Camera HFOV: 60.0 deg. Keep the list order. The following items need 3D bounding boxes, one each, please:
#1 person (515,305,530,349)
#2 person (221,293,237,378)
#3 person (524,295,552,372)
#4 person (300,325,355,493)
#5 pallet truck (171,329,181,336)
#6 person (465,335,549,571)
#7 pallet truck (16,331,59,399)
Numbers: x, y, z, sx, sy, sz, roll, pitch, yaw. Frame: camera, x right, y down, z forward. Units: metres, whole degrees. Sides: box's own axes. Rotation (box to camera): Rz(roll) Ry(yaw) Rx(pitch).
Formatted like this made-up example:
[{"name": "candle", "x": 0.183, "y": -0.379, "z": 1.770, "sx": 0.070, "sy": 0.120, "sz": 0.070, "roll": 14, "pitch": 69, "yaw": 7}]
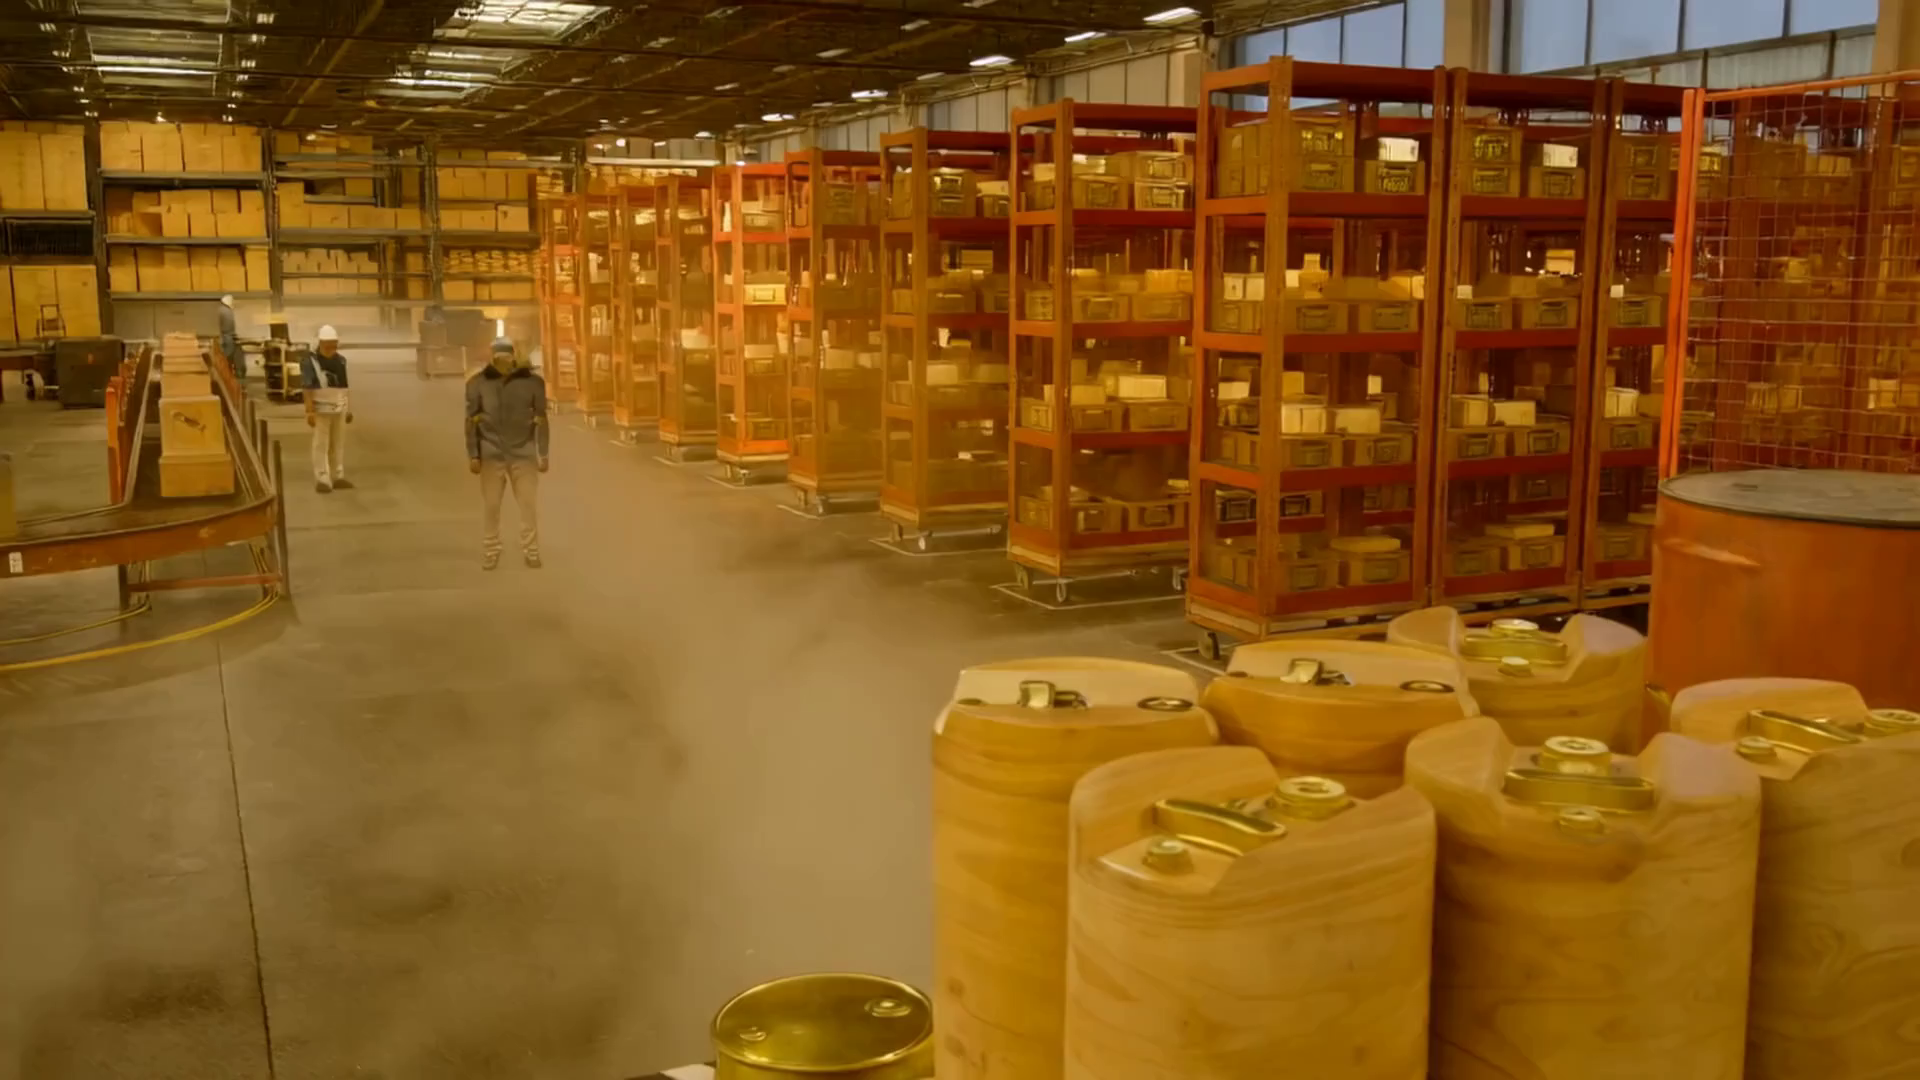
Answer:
[{"name": "person", "x": -13.343, "y": -6.674, "z": 50.730, "sx": 0.621, "sy": 1.837, "sz": 0.429, "roll": 4, "pitch": 10, "yaw": 24}, {"name": "person", "x": -16.488, "y": -4.609, "z": 37.593, "sx": 0.355, "sy": 1.937, "sz": 0.634, "roll": -4, "pitch": 10, "yaw": -21}, {"name": "person", "x": -8.423, "y": -3.901, "z": 33.194, "sx": 1.037, "sy": 1.943, "sz": 0.627, "roll": 0, "pitch": 9, "yaw": 0}, {"name": "person", "x": -6.931, "y": -1.445, "z": 18.289, "sx": 0.403, "sy": 1.835, "sz": 0.588, "roll": 5, "pitch": 10, "yaw": 28}, {"name": "pallet truck", "x": -17.275, "y": -3.851, "z": 35.096, "sx": 1.601, "sy": 1.201, "sz": 0.680, "roll": 0, "pitch": 9, "yaw": 1}, {"name": "person", "x": -3.661, "y": -0.705, "z": 13.479, "sx": 0.652, "sy": 1.904, "sz": 0.404, "roll": -3, "pitch": 10, "yaw": -18}, {"name": "pallet truck", "x": -17.082, "y": -3.353, "z": 31.781, "sx": 1.630, "sy": 1.274, "sz": 0.653, "roll": -4, "pitch": 10, "yaw": -25}]
